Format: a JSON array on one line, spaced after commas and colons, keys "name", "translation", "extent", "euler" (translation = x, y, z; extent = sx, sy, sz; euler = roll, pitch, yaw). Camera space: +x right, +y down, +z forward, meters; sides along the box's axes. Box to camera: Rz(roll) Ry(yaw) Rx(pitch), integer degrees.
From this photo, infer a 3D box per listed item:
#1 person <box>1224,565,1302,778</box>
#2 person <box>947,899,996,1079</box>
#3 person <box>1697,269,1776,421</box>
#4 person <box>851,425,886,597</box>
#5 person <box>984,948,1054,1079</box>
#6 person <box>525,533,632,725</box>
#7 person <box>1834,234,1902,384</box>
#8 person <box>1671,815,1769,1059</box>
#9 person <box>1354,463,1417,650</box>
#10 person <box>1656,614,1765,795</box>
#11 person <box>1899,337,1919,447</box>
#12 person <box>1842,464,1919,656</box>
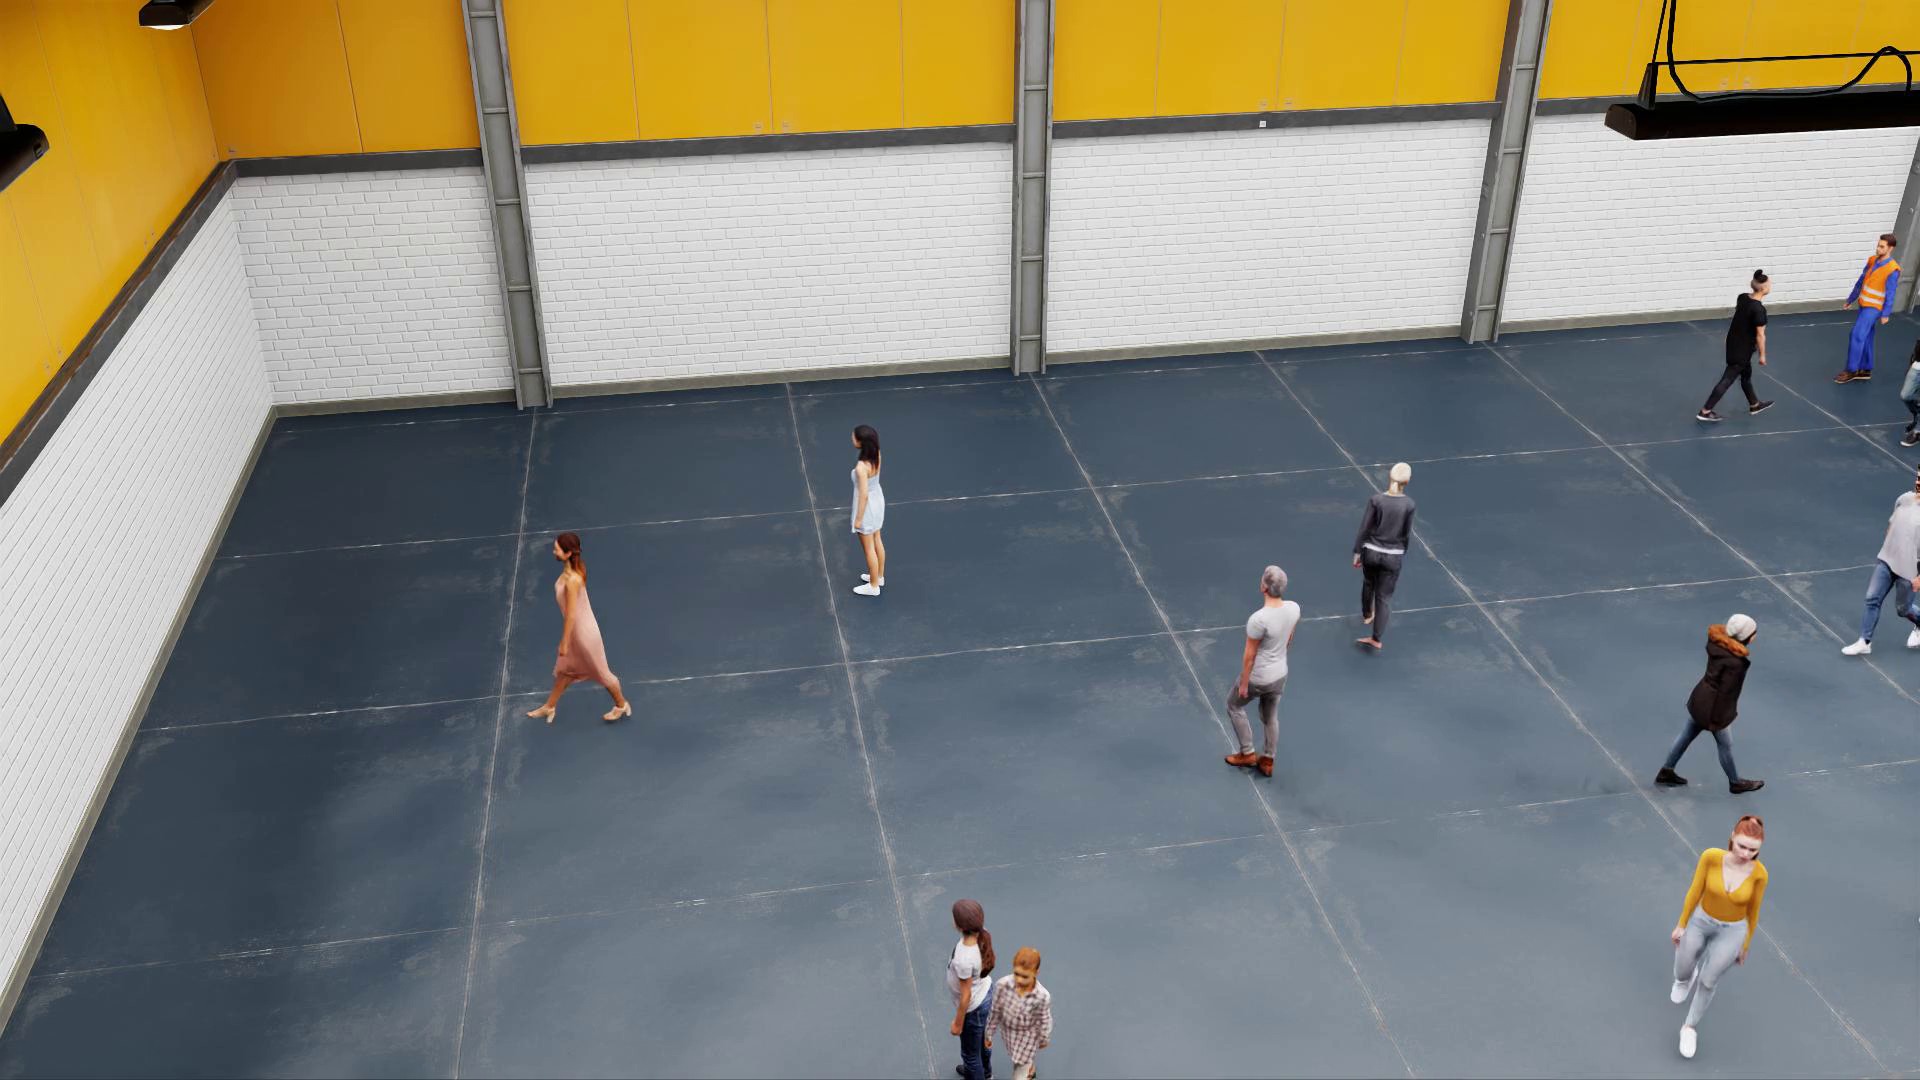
[{"name": "person", "translation": [2.445, 1.088, 12.974], "extent": [0.770, 1.807, 0.887], "euler": [-20, 34, -32]}, {"name": "person", "translation": [0.081, 2.795, 10.099], "extent": [0.659, 1.563, 0.630], "euler": [10, 30, 17]}, {"name": "person", "translation": [8.836, -2.190, 18.971], "extent": [1.200, 1.819, 0.854], "euler": [0, 29, 1]}, {"name": "person", "translation": [-0.851, -0.291, 15.581], "extent": [0.674, 1.731, 0.668], "euler": [9, 30, 16]}, {"name": "person", "translation": [0.383, 2.953, 10.106], "extent": [0.910, 1.278, 0.937], "euler": [15, 32, 26]}, {"name": "person", "translation": [-2.992, 0.763, 13.589], "extent": [1.098, 1.788, 0.680], "euler": [-7, 29, -13]}, {"name": "person", "translation": [11.062, -2.789, 20.042], "extent": [0.794, 1.844, 0.730], "euler": [-2, 29, -4]}, {"name": "person", "translation": [4.791, 2.441, 10.564], "extent": [0.921, 1.739, 0.939], "euler": [13, 31, 23]}, {"name": "person", "translation": [3.751, 0.165, 14.796], "extent": [0.991, 1.682, 0.980], "euler": [8, 30, 14]}, {"name": "person", "translation": [5.744, 1.270, 12.857], "extent": [1.055, 1.599, 0.782], "euler": [2, 29, 3]}, {"name": "person", "translation": [10.870, -1.917, 18.486], "extent": [0.850, 1.803, 0.809], "euler": [-16, 32, -26]}, {"name": "person", "translation": [8.324, 0.197, 14.545], "extent": [1.125, 1.866, 0.811], "euler": [-10, 30, -18]}]
